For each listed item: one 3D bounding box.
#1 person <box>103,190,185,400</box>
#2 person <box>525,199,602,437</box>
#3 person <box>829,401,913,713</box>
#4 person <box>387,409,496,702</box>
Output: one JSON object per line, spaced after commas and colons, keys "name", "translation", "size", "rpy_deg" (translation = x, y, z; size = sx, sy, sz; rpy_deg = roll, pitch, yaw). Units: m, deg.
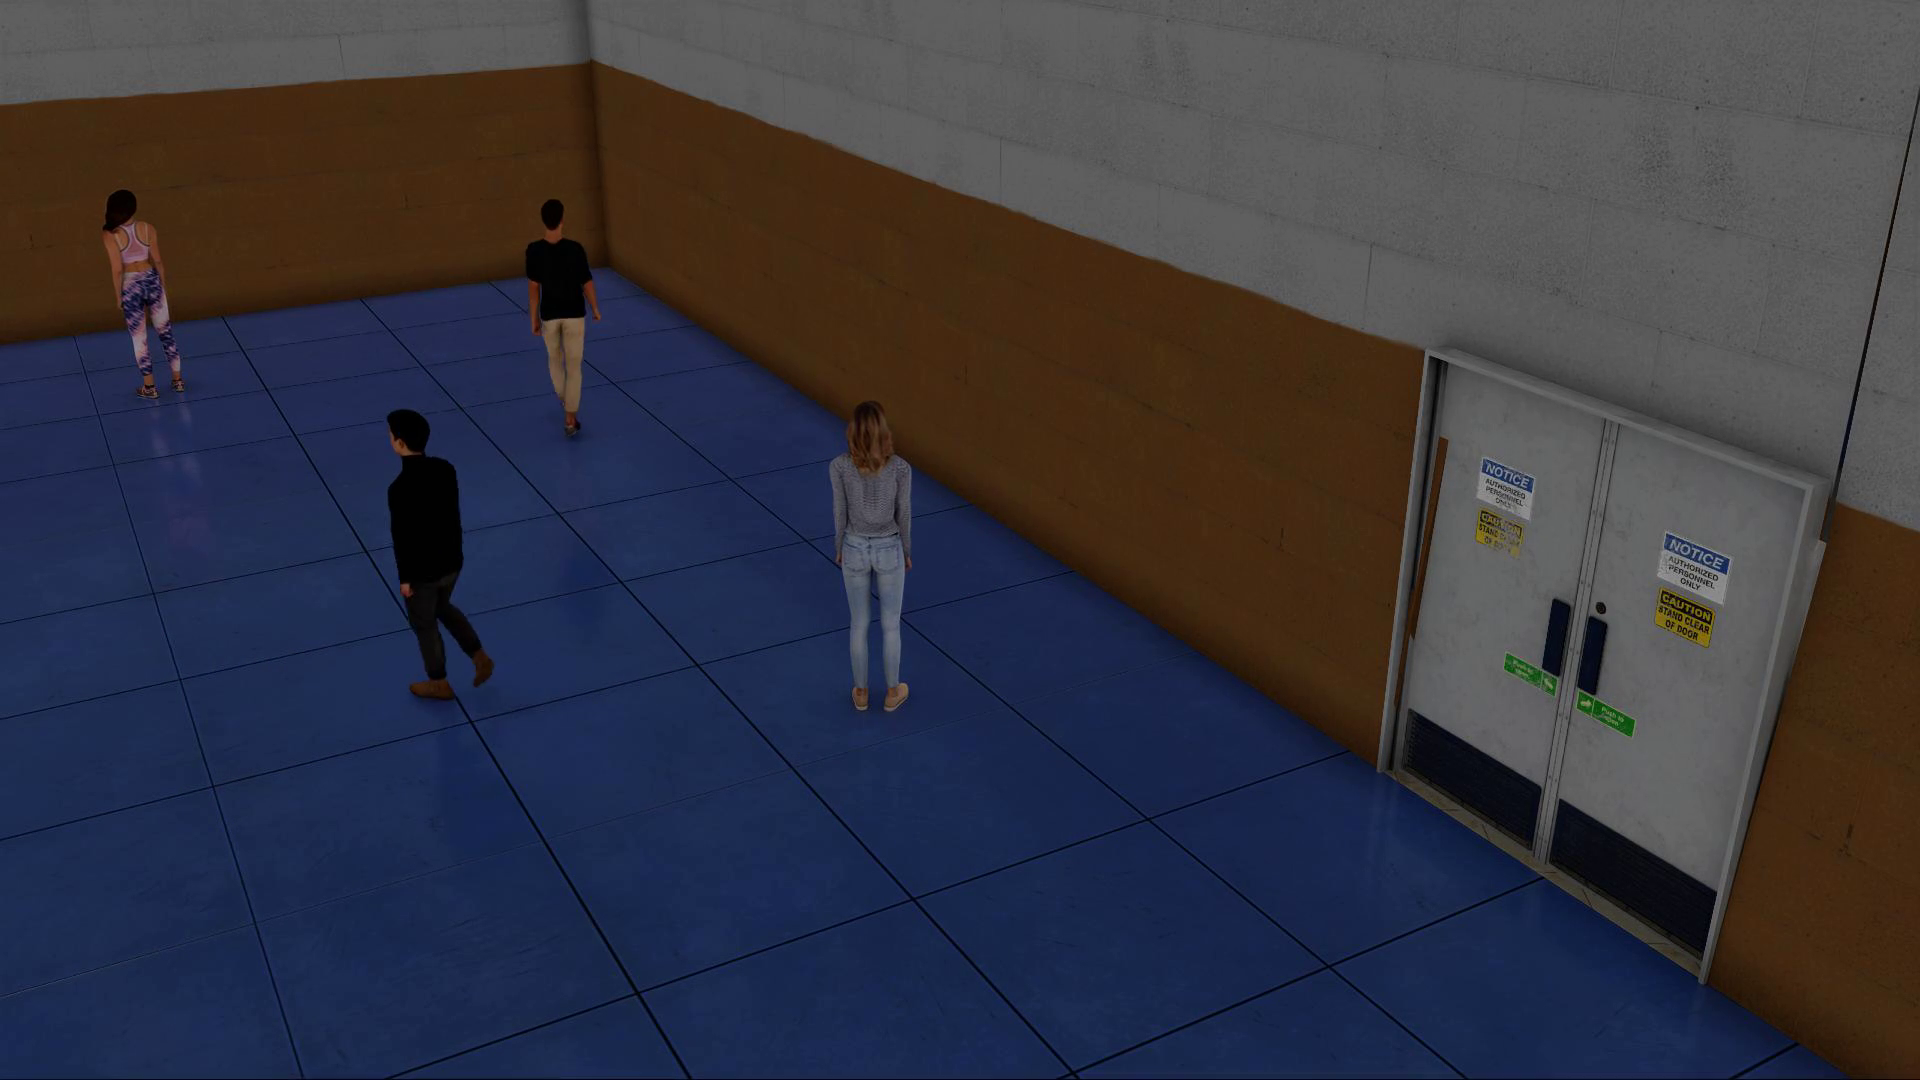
{"name": "person", "translation": [-6.904, -2.082, 14.036], "size": [0.712, 1.765, 0.566], "rpy_deg": [22, 32, 40]}
{"name": "person", "translation": [-3.138, -1.712, 13.089], "size": [1.127, 1.821, 1.048], "rpy_deg": [-1, 24, -2]}
{"name": "person", "translation": [-0.470, 0.094, 9.023], "size": [0.628, 1.796, 0.727], "rpy_deg": [2, 24, 4]}
{"name": "person", "translation": [-2.843, 0.110, 9.086], "size": [0.926, 1.716, 0.875], "rpy_deg": [10, 26, 22]}
